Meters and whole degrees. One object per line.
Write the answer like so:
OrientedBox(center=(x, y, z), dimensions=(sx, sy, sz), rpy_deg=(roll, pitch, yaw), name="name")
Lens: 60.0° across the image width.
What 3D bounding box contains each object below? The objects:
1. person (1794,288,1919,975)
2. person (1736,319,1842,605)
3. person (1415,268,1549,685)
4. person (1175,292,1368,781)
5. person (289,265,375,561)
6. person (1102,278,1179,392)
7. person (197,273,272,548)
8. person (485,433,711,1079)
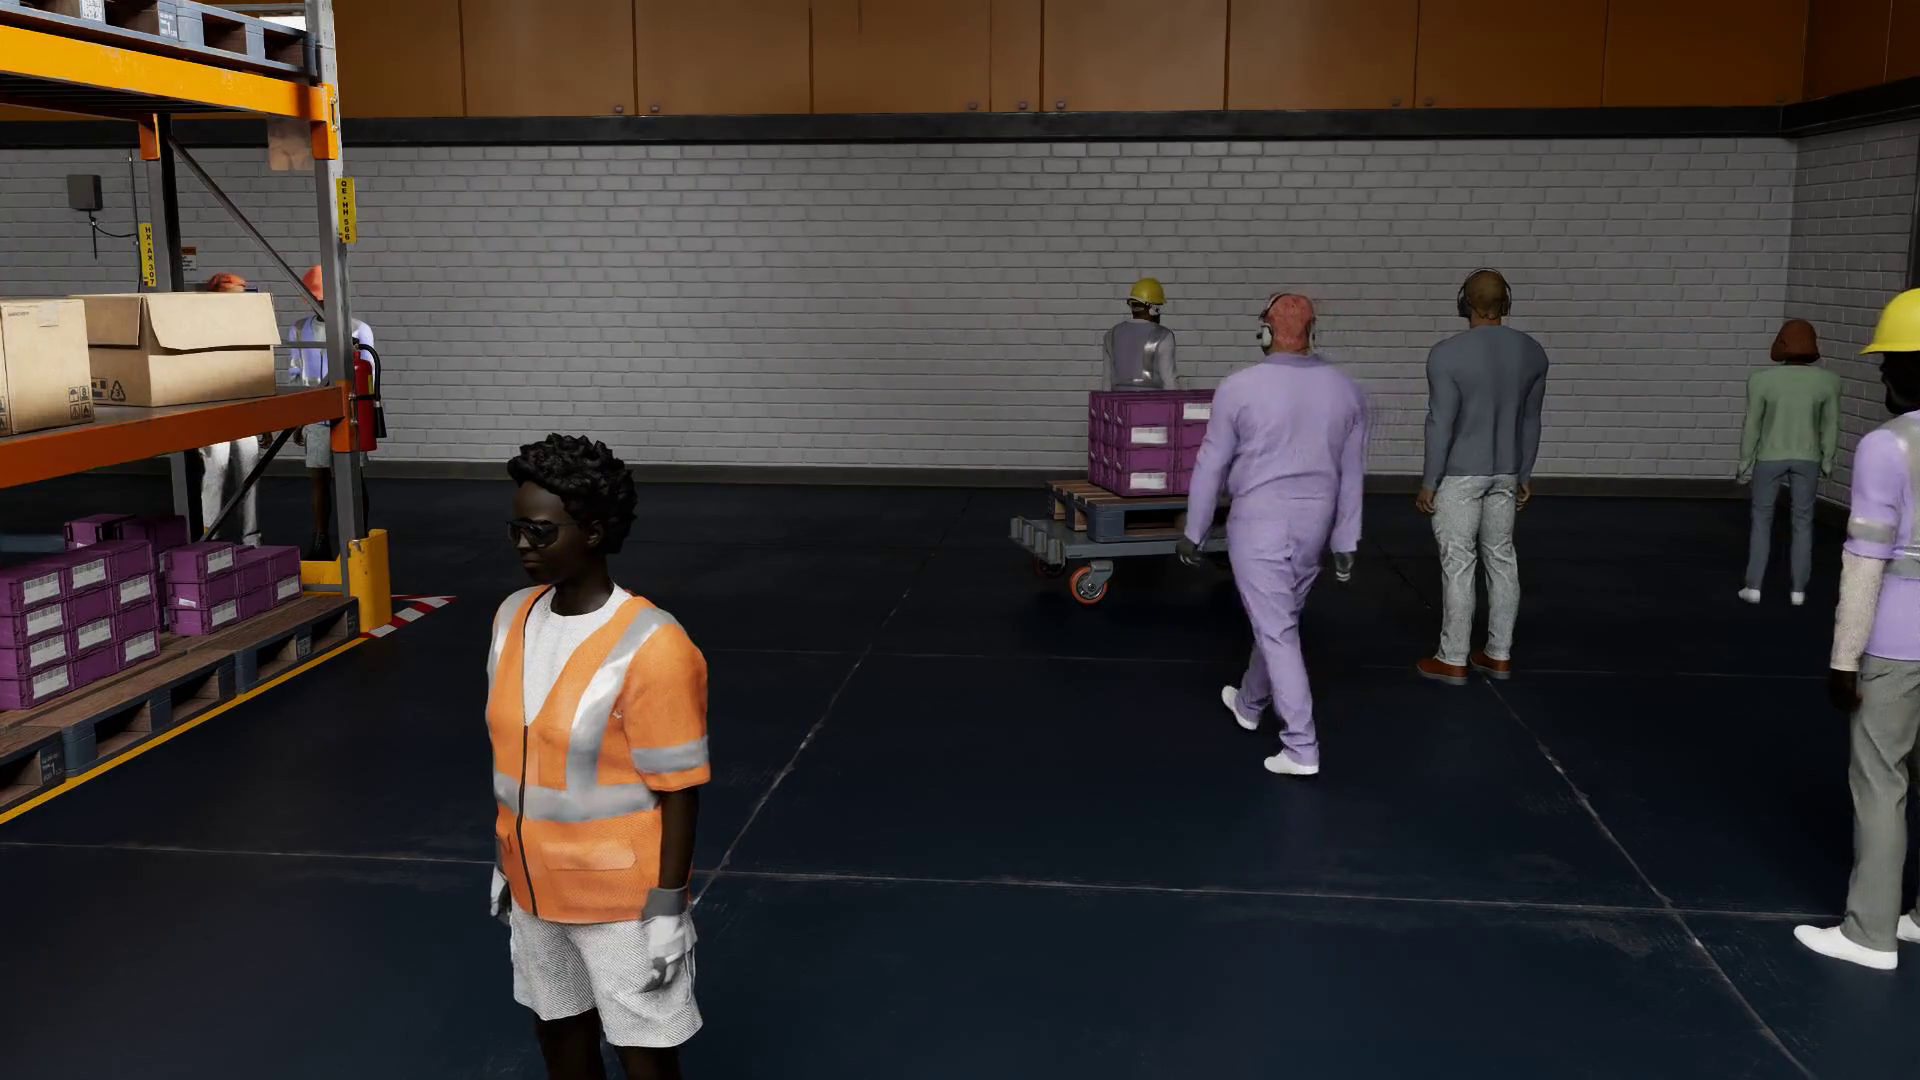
OrientedBox(center=(2.673, 0.259, 4.686), dimensions=(0.589, 1.918, 0.393), rpy_deg=(-4, 11, -21), name="person")
OrientedBox(center=(4.717, -0.438, 9.488), dimensions=(0.507, 1.632, 0.280), rpy_deg=(3, 10, 16), name="person")
OrientedBox(center=(2.416, -0.291, 7.772), dimensions=(0.635, 1.937, 0.360), rpy_deg=(-4, 11, -20), name="person")
OrientedBox(center=(1.222, -0.038, 6.572), dimensions=(0.652, 1.854, 0.991), rpy_deg=(-4, 11, -20), name="person")
OrientedBox(center=(-3.993, -0.777, 10.584), dimensions=(0.543, 1.928, 0.382), rpy_deg=(0, 10, 2), name="person")
OrientedBox(center=(1.264, -0.886, 11.481), dimensions=(0.601, 1.830, 0.404), rpy_deg=(9, 13, 41), name="person")
OrientedBox(center=(-4.590, -0.727, 10.452), dimensions=(0.352, 1.875, 0.587), rpy_deg=(6, 11, 29), name="person")
OrientedBox(center=(-0.689, 0.647, 3.093), dimensions=(0.539, 1.696, 0.317), rpy_deg=(7, 12, 35), name="person")
